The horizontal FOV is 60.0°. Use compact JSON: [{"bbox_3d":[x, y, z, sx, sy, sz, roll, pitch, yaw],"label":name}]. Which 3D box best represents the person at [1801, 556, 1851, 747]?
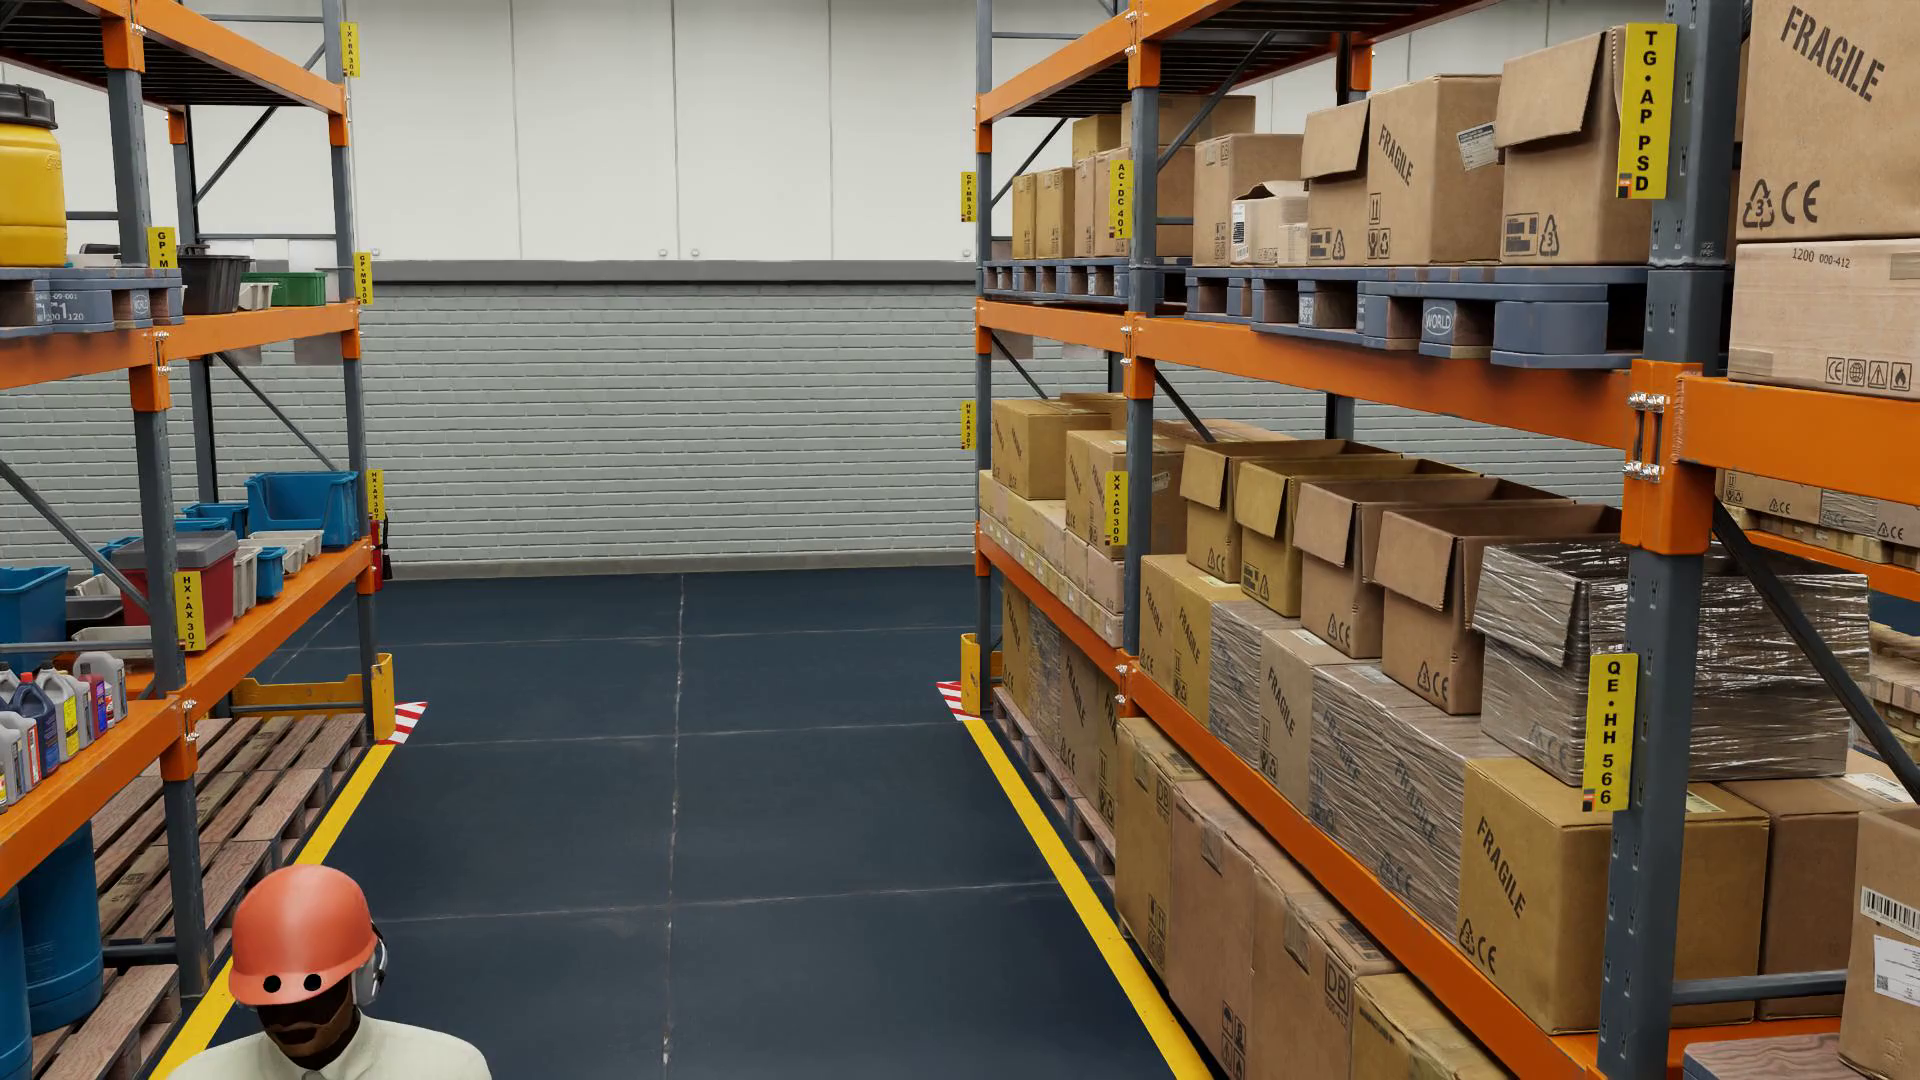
[{"bbox_3d":[3.848,0.921,7.821,0.504,1.712,0.799,0,9,1],"label":"person"}]

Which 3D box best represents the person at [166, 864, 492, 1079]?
[{"bbox_3d":[-1.152,1.550,3.077,0.624,1.992,0.390,-2,9,-12],"label":"person"}]
